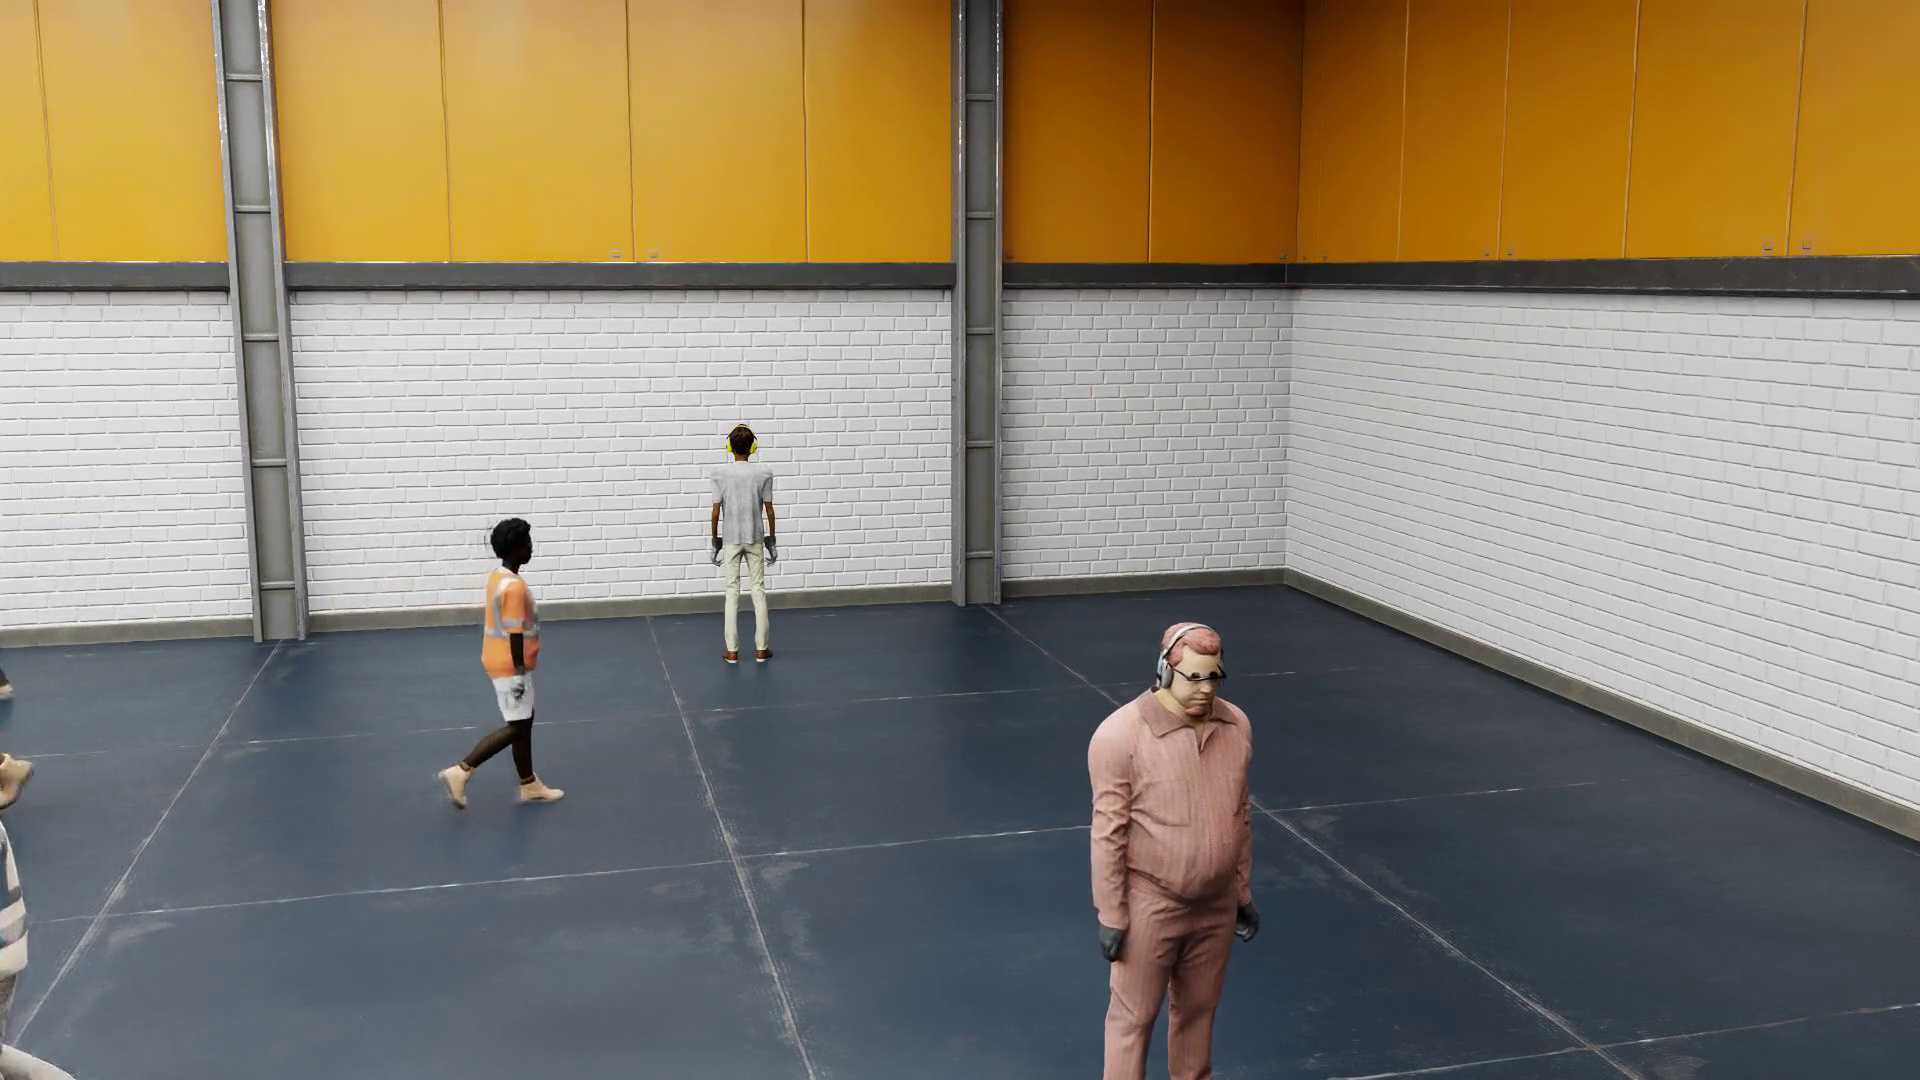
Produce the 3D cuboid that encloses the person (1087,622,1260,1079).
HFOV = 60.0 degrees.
[{"bbox_3d":[0.735,1.208,5.543,0.636,1.901,0.406,-5,10,-28],"label":"person"}]

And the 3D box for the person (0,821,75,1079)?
[{"bbox_3d":[-3.134,1.369,5.372,0.481,1.622,0.537,-7,12,-38],"label":"person"}]

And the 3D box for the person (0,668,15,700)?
[{"bbox_3d":[-7.116,0.317,11.464,0.982,1.800,0.513,-4,10,-23],"label":"person"}]

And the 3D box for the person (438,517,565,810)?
[{"bbox_3d":[-2.592,0.710,9.324,0.635,1.684,0.534,-4,10,-23],"label":"person"}]

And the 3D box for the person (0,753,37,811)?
[{"bbox_3d":[-5.468,0.618,8.899,0.630,2.011,0.759,7,11,36],"label":"person"}]

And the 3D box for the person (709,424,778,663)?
[{"bbox_3d":[-1.692,0.029,12.993,0.531,1.870,0.316,-1,9,-8],"label":"person"}]
